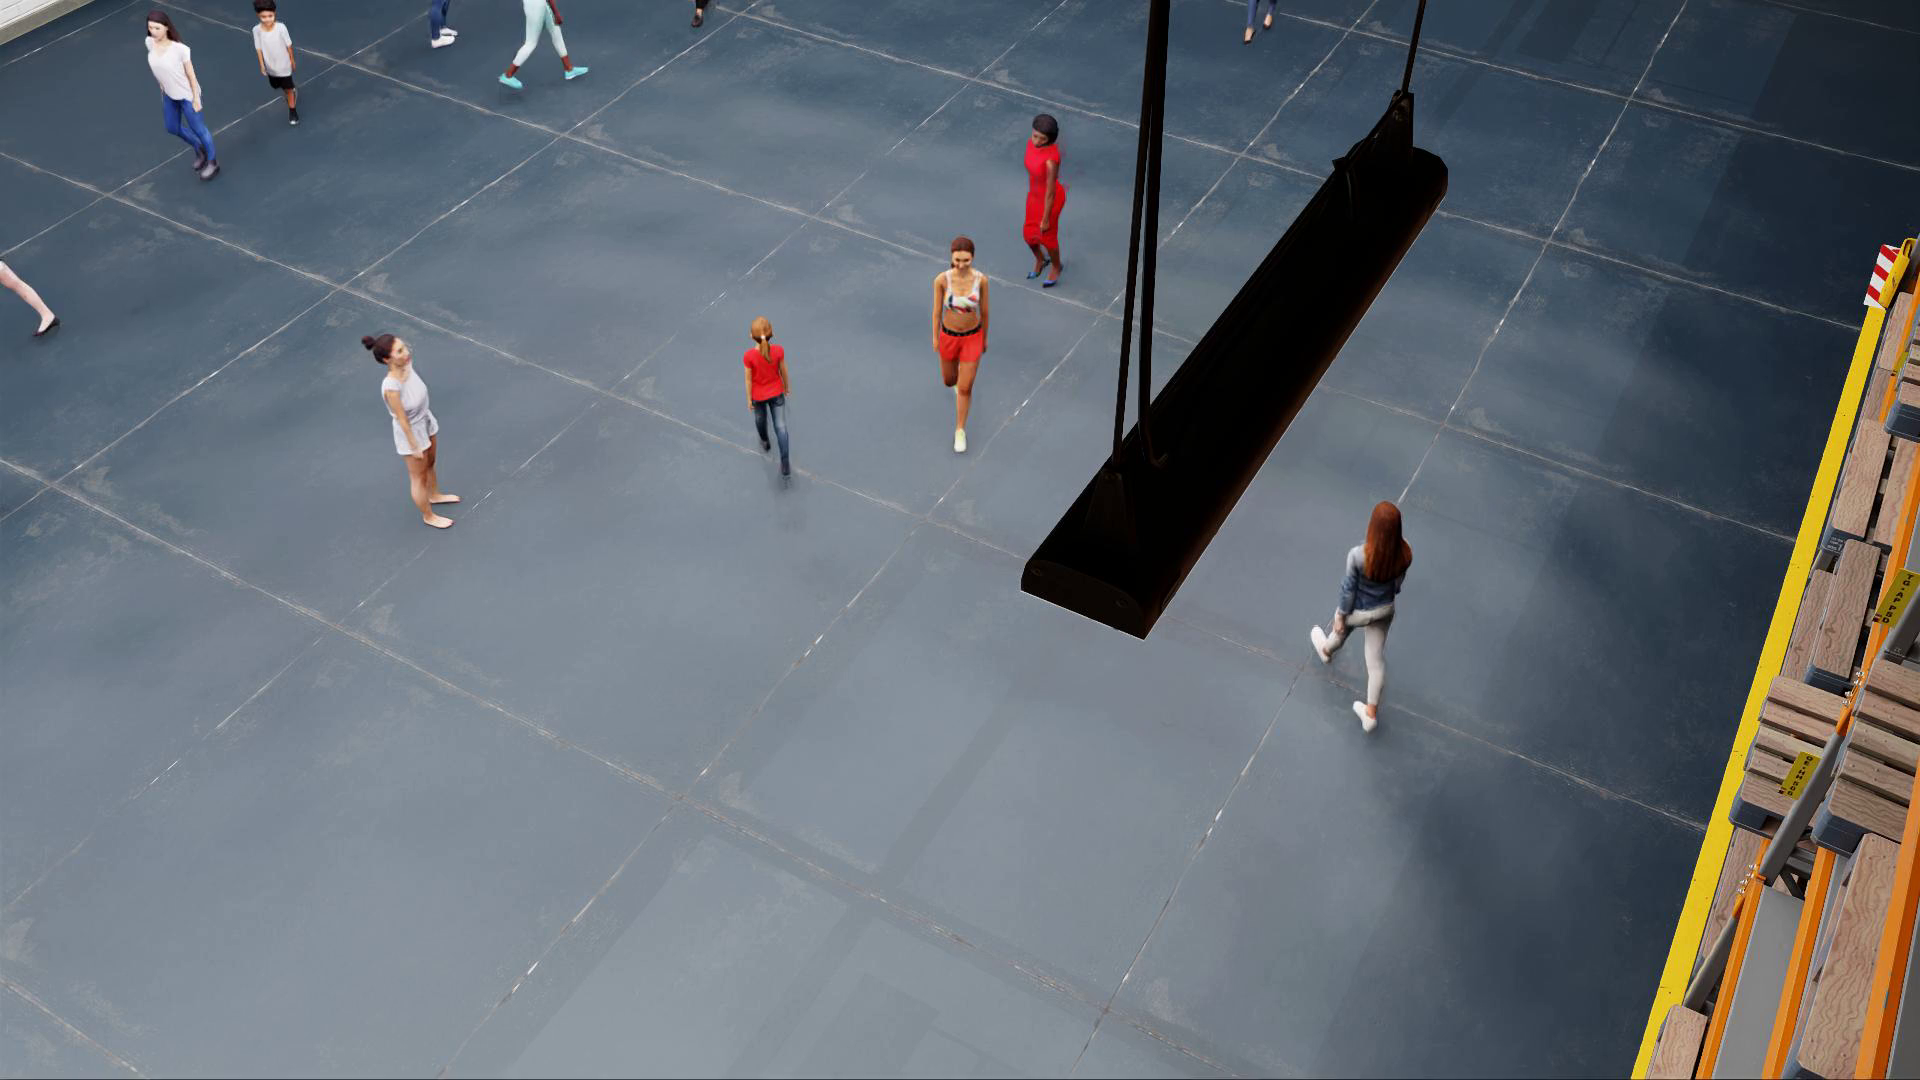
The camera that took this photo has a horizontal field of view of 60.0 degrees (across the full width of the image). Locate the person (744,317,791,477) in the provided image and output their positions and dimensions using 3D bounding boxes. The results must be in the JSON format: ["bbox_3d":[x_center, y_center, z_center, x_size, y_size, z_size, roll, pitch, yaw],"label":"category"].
[{"bbox_3d":[-1.416,-1.042,12.382,0.856,1.292,0.904,-10,45,-10],"label":"person"}]

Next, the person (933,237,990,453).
[{"bbox_3d":[0.005,-1.555,12.571,0.877,1.773,1.060,0,44,0],"label":"person"}]

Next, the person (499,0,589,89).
[{"bbox_3d":[-4.282,-5.261,16.526,1.230,1.685,0.955,-24,49,-23],"label":"person"}]

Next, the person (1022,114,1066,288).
[{"bbox_3d":[0.750,-2.846,13.968,0.782,1.716,0.726,-16,46,-16],"label":"person"}]

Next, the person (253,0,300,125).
[{"bbox_3d":[-6.690,-4.735,16.292,0.746,1.245,0.819,-8,44,-8],"label":"person"}]

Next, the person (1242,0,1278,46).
[{"bbox_3d":[3.297,-6.127,17.379,0.679,1.760,1.047,15,46,16],"label":"person"}]

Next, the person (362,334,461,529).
[{"bbox_3d":[-3.910,-0.797,11.901,0.727,1.600,0.646,0,44,0],"label":"person"}]

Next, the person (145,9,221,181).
[{"bbox_3d":[-7.111,-4.127,15.345,0.671,1.671,0.661,14,45,14],"label":"person"}]

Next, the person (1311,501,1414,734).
[{"bbox_3d":[2.606,0.510,10.489,1.095,1.655,1.185,-8,44,-9],"label":"person"}]
